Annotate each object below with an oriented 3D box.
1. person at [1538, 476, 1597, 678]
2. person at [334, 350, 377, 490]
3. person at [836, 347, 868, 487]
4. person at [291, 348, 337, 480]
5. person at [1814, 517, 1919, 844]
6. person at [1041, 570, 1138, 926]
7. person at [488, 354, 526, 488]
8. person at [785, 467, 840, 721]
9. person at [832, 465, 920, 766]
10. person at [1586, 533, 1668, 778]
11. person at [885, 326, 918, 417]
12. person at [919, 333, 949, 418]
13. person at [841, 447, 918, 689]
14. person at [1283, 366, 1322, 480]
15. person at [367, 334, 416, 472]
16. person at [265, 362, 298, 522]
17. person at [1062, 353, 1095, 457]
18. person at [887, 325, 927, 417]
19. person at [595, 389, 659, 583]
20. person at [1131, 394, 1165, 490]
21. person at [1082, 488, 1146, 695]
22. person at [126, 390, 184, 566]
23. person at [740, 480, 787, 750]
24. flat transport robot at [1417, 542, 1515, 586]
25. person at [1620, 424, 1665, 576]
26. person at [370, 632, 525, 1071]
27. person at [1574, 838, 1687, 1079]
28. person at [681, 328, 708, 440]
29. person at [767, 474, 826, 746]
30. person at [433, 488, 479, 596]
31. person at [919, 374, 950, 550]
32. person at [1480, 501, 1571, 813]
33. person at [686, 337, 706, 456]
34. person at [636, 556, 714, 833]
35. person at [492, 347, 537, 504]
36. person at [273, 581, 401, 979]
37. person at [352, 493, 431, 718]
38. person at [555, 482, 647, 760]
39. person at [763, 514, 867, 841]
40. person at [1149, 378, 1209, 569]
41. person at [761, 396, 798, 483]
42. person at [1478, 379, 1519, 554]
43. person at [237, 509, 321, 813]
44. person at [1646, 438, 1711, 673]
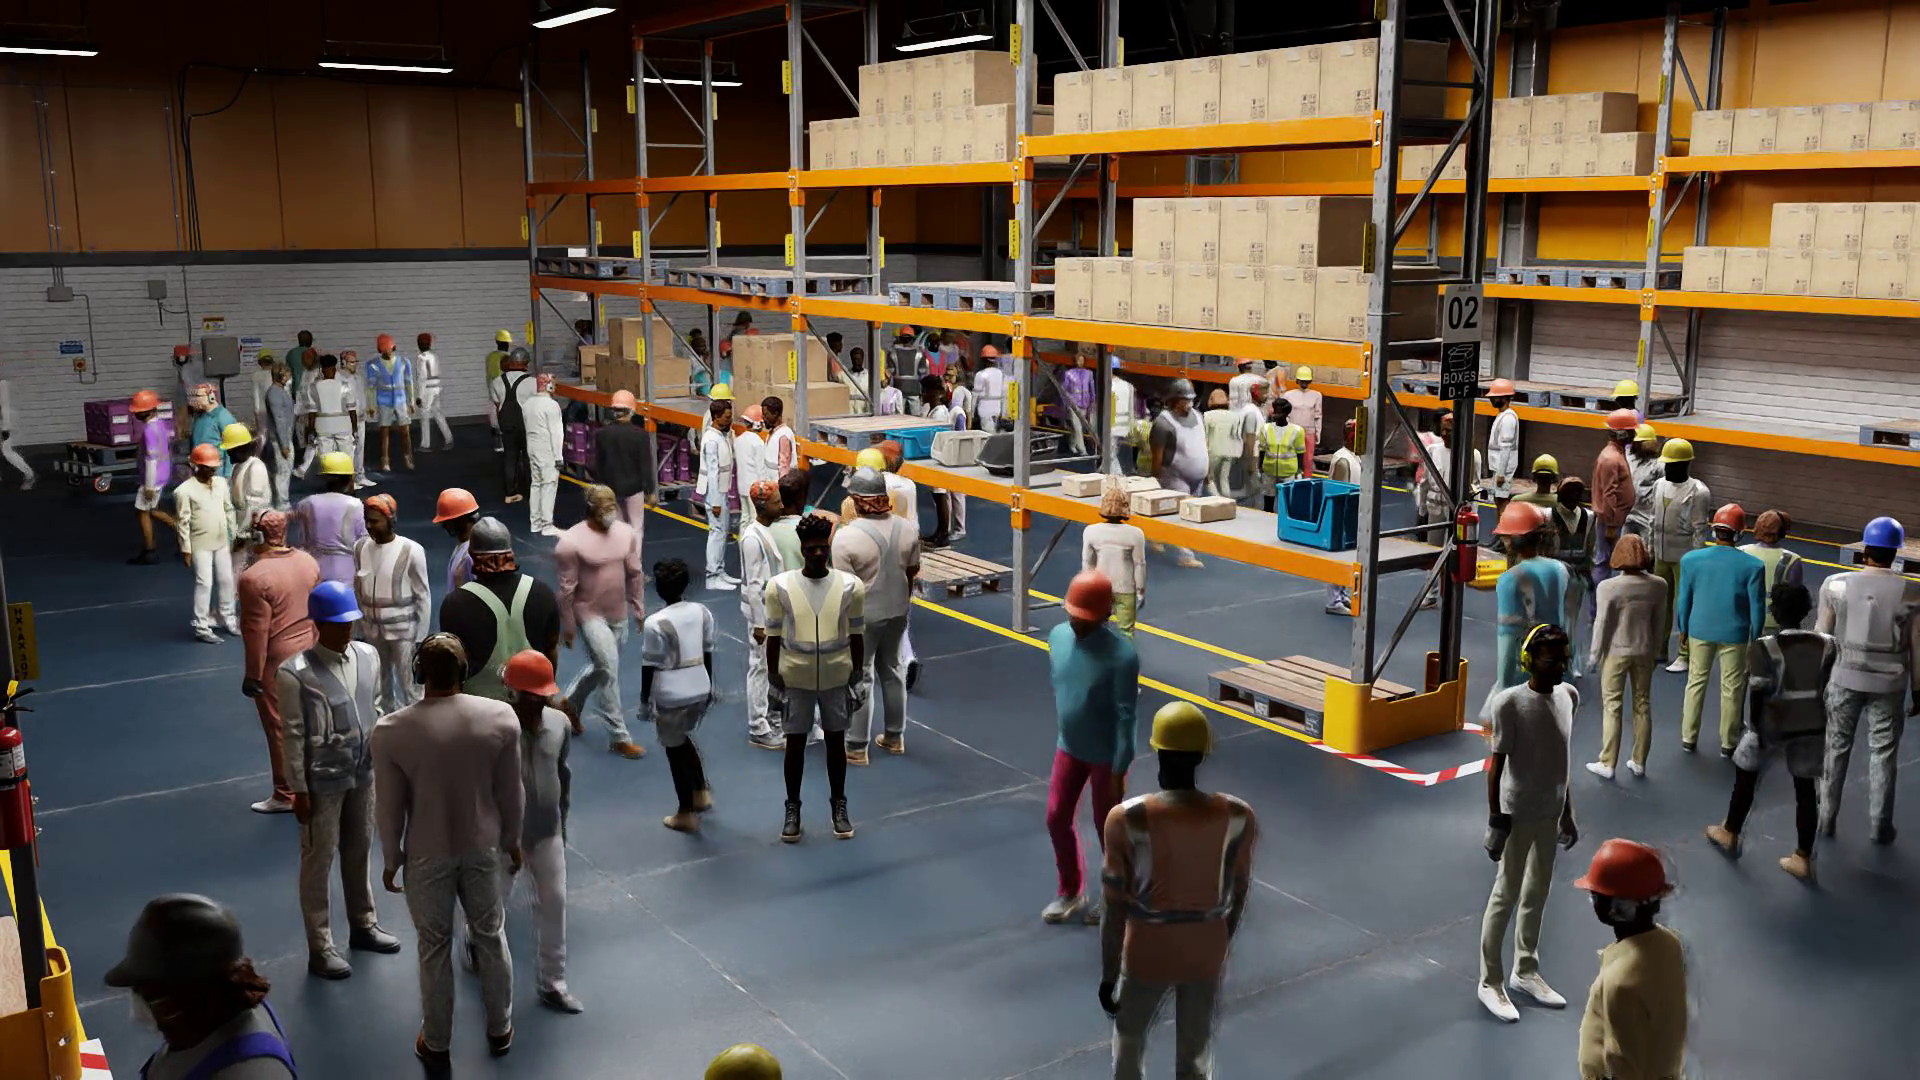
[{"bbox_3d":[4.841,0.299,13.350,0.514,1.642,0.310,-1,11,-3],"label":"person"},{"bbox_3d":[-8.252,-1.627,22.573,0.403,1.895,0.647,2,11,8],"label":"person"},{"bbox_3d":[-1.404,-1.678,22.749,0.587,1.920,0.390,-1,11,-3],"label":"person"},{"bbox_3d":[-9.184,-1.788,23.531,0.582,1.827,0.990,8,14,36],"label":"person"},{"bbox_3d":[5.389,0.826,9.869,0.615,1.943,0.409,7,13,33],"label":"person"},{"bbox_3d":[0.697,1.078,8.561,0.634,1.946,0.637,10,15,42],"label":"person"},{"bbox_3d":[-6.083,-1.604,22.601,0.641,1.826,0.450,-7,13,-31],"label":"person"},{"bbox_3d":[-1.140,0.428,12.032,0.614,1.896,0.573,-1,11,-6],"label":"person"},{"bbox_3d":[-0.641,0.498,11.304,0.683,2.000,0.538,-10,15,-42],"label":"person"},{"bbox_3d":[4.394,0.764,10.982,0.498,1.635,0.281,-2,11,-8],"label":"person"},{"bbox_3d":[-1.007,-2.761,28.574,0.602,1.815,0.549,-8,14,-35],"label":"person"},{"bbox_3d":[-0.425,-2.372,26.501,0.621,1.845,0.429,-6,13,-28],"label":"person"},{"bbox_3d":[-0.631,0.227,13.077,0.594,1.902,0.829,-6,13,-30],"label":"person"},{"bbox_3d":[4.457,-1.390,21.694,0.530,1.759,0.340,0,11,1],"label":"person"},{"bbox_3d":[-8.227,-1.982,24.080,0.637,2.013,0.435,-5,12,-25],"label":"person"},{"bbox_3d":[-8.210,-1.187,20.199,0.373,1.937,0.630,-5,12,-23],"label":"person"},{"bbox_3d":[1.844,-2.099,25.738,0.529,1.595,0.847,-5,12,-23],"label":"person"},{"bbox_3d":[-0.808,-2.257,25.439,0.601,2.035,0.407,0,11,-1],"label":"person"},{"bbox_3d":[-3.337,-0.512,16.650,0.649,1.984,0.438,5,12,23],"label":"person"},{"bbox_3d":[2.218,-0.817,18.919,0.579,1.693,0.316,3,11,15],"label":"person"},{"bbox_3d":[1.186,0.411,12.792,0.498,1.634,0.281,4,12,19],"label":"person"},{"bbox_3d":[-8.548,-0.655,17.587,0.619,1.891,0.576,-3,11,-15],"label":"person"},{"bbox_3d":[-1.347,0.513,11.632,0.350,1.882,0.583,1,11,6],"label":"person"},{"bbox_3d":[5.243,0.226,17.239,0.652,0.197,1.431,-3,12,-16],"label":"flat transport robot"},{"bbox_3d":[6.466,-0.238,15.835,0.322,1.742,0.493,-7,13,-31],"label":"person"},{"bbox_3d":[-2.205,1.344,7.236,0.634,1.939,0.367,-6,12,-28],"label":"person"},{"bbox_3d":[2.157,1.803,5.486,0.899,1.698,0.597,8,14,37],"label":"person"},{"bbox_3d":[-4.364,-2.573,27.510,0.476,1.852,0.531,10,15,43],"label":"person"},{"bbox_3d":[-1.186,0.490,11.654,0.588,1.920,0.390,5,12,25],"label":"person"},{"bbox_3d":[-3.264,0.605,11.049,0.373,1.928,0.543,-5,12,-24],"label":"person"},{"bbox_3d":[-0.271,-0.870,18.501,0.367,1.962,0.613,-1,11,-3],"label":"person"},{"bbox_3d":[3.371,0.773,9.955,0.650,2.020,0.483,-7,13,-32],"label":"person"},{"bbox_3d":[-4.067,-2.224,25.764,0.349,1.839,0.503,5,12,24],"label":"person"},{"bbox_3d":[-1.704,0.933,10.006,0.372,1.682,0.537,6,13,30],"label":"person"},{"bbox_3d":[-5.639,-1.484,21.446,0.683,2.000,0.535,3,11,15],"label":"person"},{"bbox_3d":[-3.054,1.152,8.190,0.392,1.949,0.602,6,13,28],"label":"person"},{"bbox_3d":[-3.794,0.617,11.093,0.584,1.882,0.337,4,12,20],"label":"person"},{"bbox_3d":[-2.528,0.522,11.549,0.934,1.909,0.644,9,14,38],"label":"person"},{"bbox_3d":[-0.855,0.814,9.877,0.609,1.966,0.364,-2,11,-9],"label":"person"},{"bbox_3d":[2.315,-0.755,17.718,0.688,2.000,0.871,-9,14,-39],"label":"person"},{"bbox_3d":[-1.806,-0.496,16.744,0.408,1.909,0.592,-4,12,-17],"label":"person"},{"bbox_3d":[5.926,-0.807,18.285,0.382,1.929,0.538,3,11,13],"label":"person"},{"bbox_3d":[-4.257,0.746,10.380,0.405,1.906,0.653,3,11,15],"label":"person"},{"bbox_3d":[5.818,0.120,13.568,0.409,1.918,0.585,-4,12,-20],"label":"person"}]
